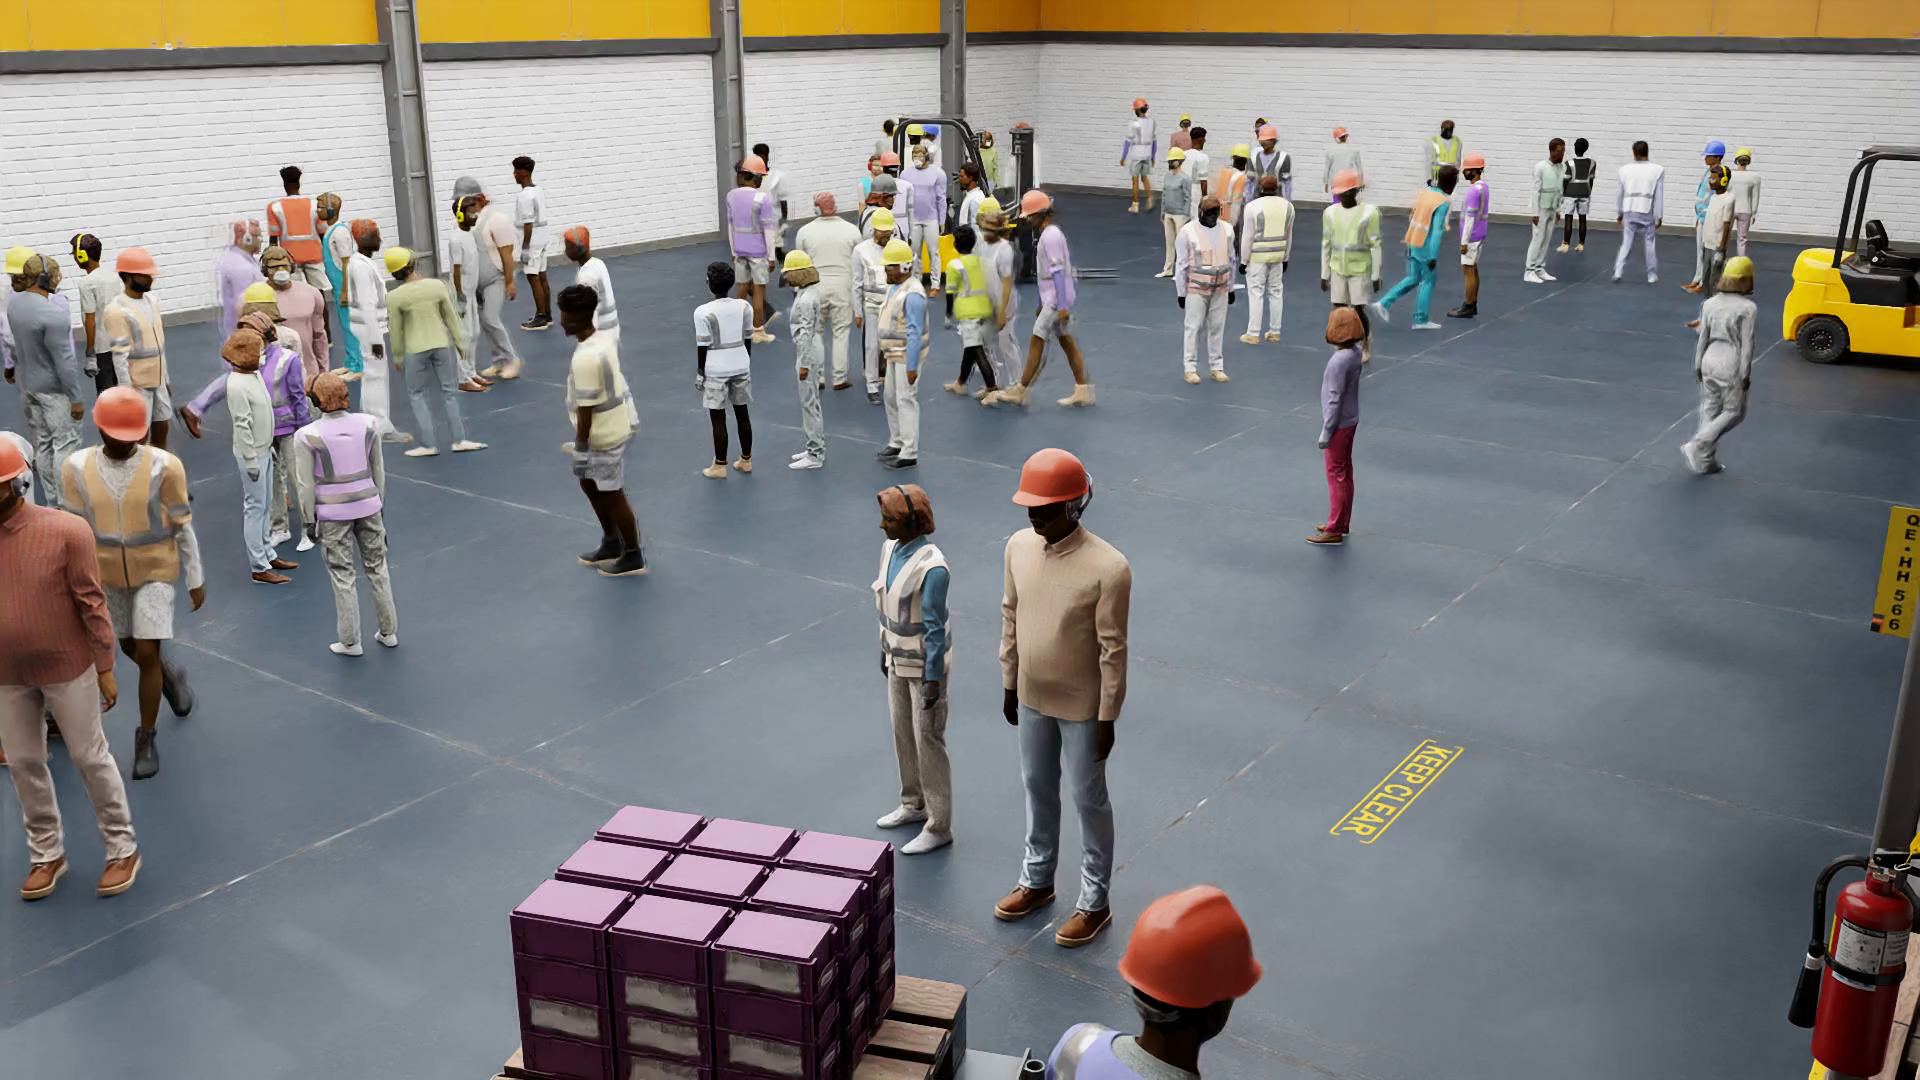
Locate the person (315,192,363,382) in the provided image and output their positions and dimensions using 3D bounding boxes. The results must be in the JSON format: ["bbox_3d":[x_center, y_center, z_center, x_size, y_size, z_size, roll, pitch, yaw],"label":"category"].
[{"bbox_3d":[-6.080,-2.478,16.324,0.348,1.847,0.505,-9,20,-26],"label":"person"}]

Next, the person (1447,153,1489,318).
[{"bbox_3d":[6.031,-3.600,19.698,0.387,1.930,0.545,9,20,26],"label":"person"}]

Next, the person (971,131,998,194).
[{"bbox_3d":[0.405,-5.937,27.512,0.492,1.624,0.310,-8,19,-23],"label":"person"}]

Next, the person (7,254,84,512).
[{"bbox_3d":[-6.387,-1.048,11.727,0.641,1.928,0.386,13,22,34],"label":"person"}]

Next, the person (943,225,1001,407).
[{"bbox_3d":[0.129,-2.075,15.388,0.537,1.645,0.872,-17,24,-42],"label":"person"}]

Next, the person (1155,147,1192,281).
[{"bbox_3d":[2.899,-4.400,22.463,0.326,1.769,0.524,-12,21,-32],"label":"person"}]

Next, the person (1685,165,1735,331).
[{"bbox_3d":[8.575,-3.313,18.922,0.326,1.862,0.500,0,18,-1],"label":"person"}]

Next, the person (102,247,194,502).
[{"bbox_3d":[-5.895,-1.157,12.070,0.403,1.928,0.543,3,18,8],"label":"person"}]

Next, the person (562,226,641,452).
[{"bbox_3d":[-3.058,-1.689,13.888,0.551,1.844,0.763,0,18,-1],"label":"person"}]

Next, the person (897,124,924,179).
[{"bbox_3d":[-0.683,-5.225,24.781,0.585,1.928,0.369,13,22,35],"label":"person"}]

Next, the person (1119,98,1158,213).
[{"bbox_3d":[3.207,-6.877,29.786,0.621,2.031,0.442,-11,21,-32],"label":"person"}]

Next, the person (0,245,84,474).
[{"bbox_3d":[-7.185,-1.391,12.968,0.592,1.821,0.404,4,18,12],"label":"person"}]

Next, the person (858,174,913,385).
[{"bbox_3d":[-0.728,-2.554,16.246,0.535,2.000,0.684,-6,19,-17],"label":"person"}]

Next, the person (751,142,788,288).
[{"bbox_3d":[-2.444,-4.115,21.301,0.617,1.942,0.817,4,18,13],"label":"person"}]

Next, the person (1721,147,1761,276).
[{"bbox_3d":[10.504,-4.412,22.506,0.523,1.767,0.313,6,19,19],"label":"person"}]

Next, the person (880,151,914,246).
[{"bbox_3d":[-0.819,-3.678,19.946,0.544,1.930,0.389,-9,20,-27],"label":"person"}]

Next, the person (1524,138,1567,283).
[{"bbox_3d":[7.862,-4.428,22.332,0.603,1.908,0.411,-12,21,-32],"label":"person"}]

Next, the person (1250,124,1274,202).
[{"bbox_3d":[4.434,-5.118,24.434,0.415,1.939,0.605,-4,18,-11],"label":"person"}]

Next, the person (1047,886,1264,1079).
[{"bbox_3d":[0.422,1.600,3.441,0.392,1.929,0.552,-14,22,-37],"label":"person"}]

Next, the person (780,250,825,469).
[{"bbox_3d":[-1.249,-1.442,13.272,0.323,1.728,0.489,-2,18,-6],"label":"person"}]

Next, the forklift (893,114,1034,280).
[{"bbox_3d":[-0.171,-4.594,22.377,2.313,2.155,1.214,1,18,3],"label":"forklift"}]

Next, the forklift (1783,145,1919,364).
[{"bbox_3d":[9.803,-2.879,17.013,2.313,2.155,1.214,12,21,33],"label":"forklift"}]

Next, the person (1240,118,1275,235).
[{"bbox_3d":[4.806,-5.847,26.822,0.513,1.872,0.328,14,22,36],"label":"person"}]

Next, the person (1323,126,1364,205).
[{"bbox_3d":[6.208,-5.810,26.935,0.653,1.723,0.528,5,18,15],"label":"person"}]

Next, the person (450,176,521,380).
[{"bbox_3d":[-4.683,-2.582,16.332,0.702,2.000,0.572,11,21,31],"label":"person"}]

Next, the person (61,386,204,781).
[{"bbox_3d":[-3.999,0.135,8.112,0.571,1.883,0.892,-3,18,-10],"label":"person"}]

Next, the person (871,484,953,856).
[{"bbox_3d":[-0.198,0.544,7.220,0.315,1.631,0.524,-9,20,-27],"label":"person"}]

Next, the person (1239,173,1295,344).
[{"bbox_3d":[3.322,-3.069,18.180,0.633,1.842,0.429,-7,19,-22],"label":"person"}]

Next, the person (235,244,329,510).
[{"bbox_3d":[-4.892,-1.189,12.139,0.633,1.938,0.356,-15,23,-40],"label":"person"}]

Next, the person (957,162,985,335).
[{"bbox_3d":[0.154,-3.266,18.669,0.390,1.920,0.587,0,18,1],"label":"person"}]

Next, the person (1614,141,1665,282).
[{"bbox_3d":[9.084,-4.382,22.257,0.639,1.872,0.652,12,21,34],"label":"person"}]

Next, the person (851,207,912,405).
[{"bbox_3d":[-0.703,-2.157,15.366,0.601,1.819,0.403,-8,19,-23],"label":"person"}]

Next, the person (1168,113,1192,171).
[{"bbox_3d":[3.992,-6.726,29.759,0.532,1.757,0.336,-3,18,-8],"label":"person"}]

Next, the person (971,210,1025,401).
[{"bbox_3d":[0.366,-2.143,15.338,0.633,1.800,0.523,-11,21,-32],"label":"person"}]

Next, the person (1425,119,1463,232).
[{"bbox_3d":[7.879,-5.925,27.133,0.629,1.830,0.461,-1,18,-4],"label":"person"}]
